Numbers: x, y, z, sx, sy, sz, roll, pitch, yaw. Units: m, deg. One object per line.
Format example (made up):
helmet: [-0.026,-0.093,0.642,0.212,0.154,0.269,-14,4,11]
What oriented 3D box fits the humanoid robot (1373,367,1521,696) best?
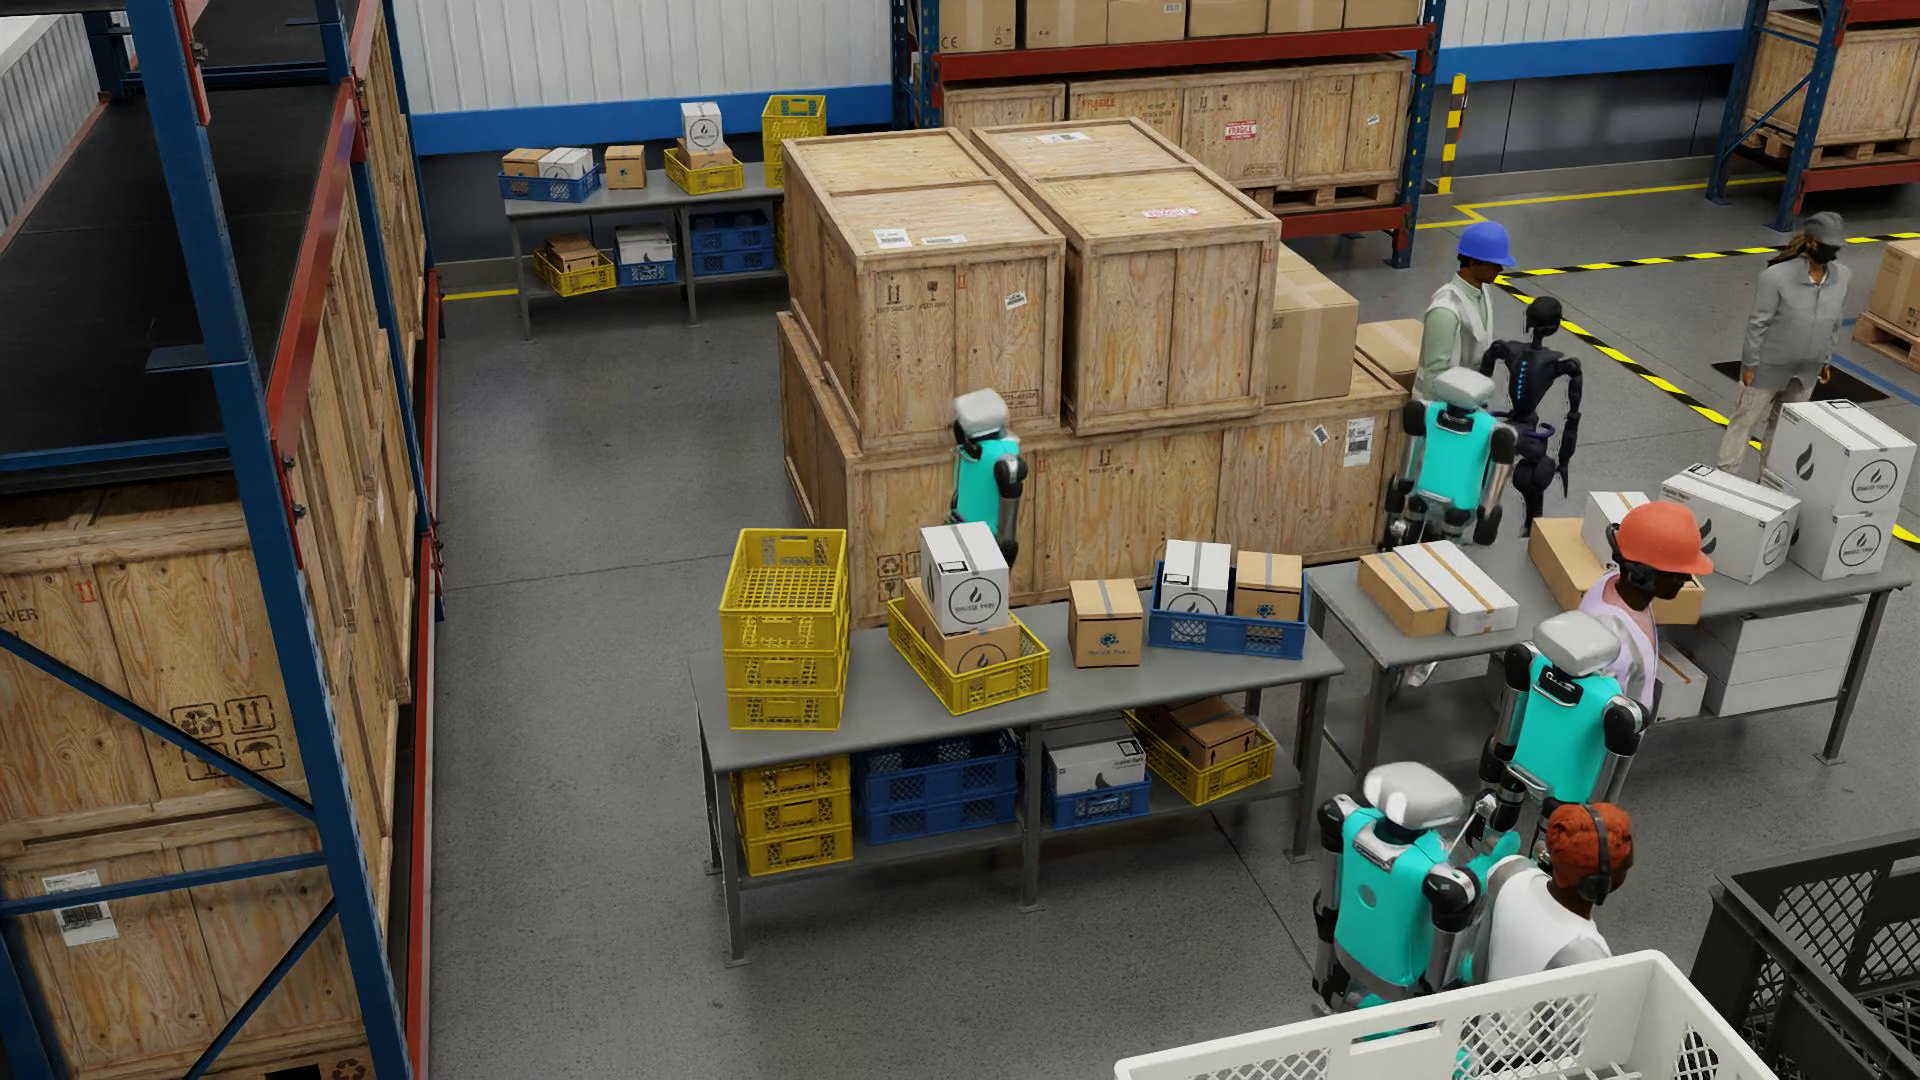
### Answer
humanoid robot: [1.998,0.141,7.368,0.530,1.730,1.065,24,37,36]

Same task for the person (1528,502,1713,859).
person: [2.272,0.769,5.901,0.413,2.034,0.601,12,31,21]

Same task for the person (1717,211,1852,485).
person: [4.645,-1.002,9.378,0.563,1.769,0.396,-4,29,-8]

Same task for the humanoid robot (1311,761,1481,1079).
humanoid robot: [1.408,1.364,5.053,0.680,1.749,0.547,-18,34,-30]

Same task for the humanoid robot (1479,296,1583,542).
humanoid robot: [2.850,-0.468,8.504,0.585,1.653,0.344,20,35,32]

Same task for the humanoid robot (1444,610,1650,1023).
humanoid robot: [1.769,1.058,5.534,0.735,1.677,0.533,-15,32,-26]

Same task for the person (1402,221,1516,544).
person: [2.578,-0.735,8.725,0.412,1.939,0.602,19,34,31]

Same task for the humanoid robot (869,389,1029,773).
humanoid robot: [-0.192,0.243,7.161,0.927,1.778,0.548,-12,31,-21]

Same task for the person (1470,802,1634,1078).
person: [1.618,1.518,4.688,0.355,1.883,0.573,-6,29,-10]
